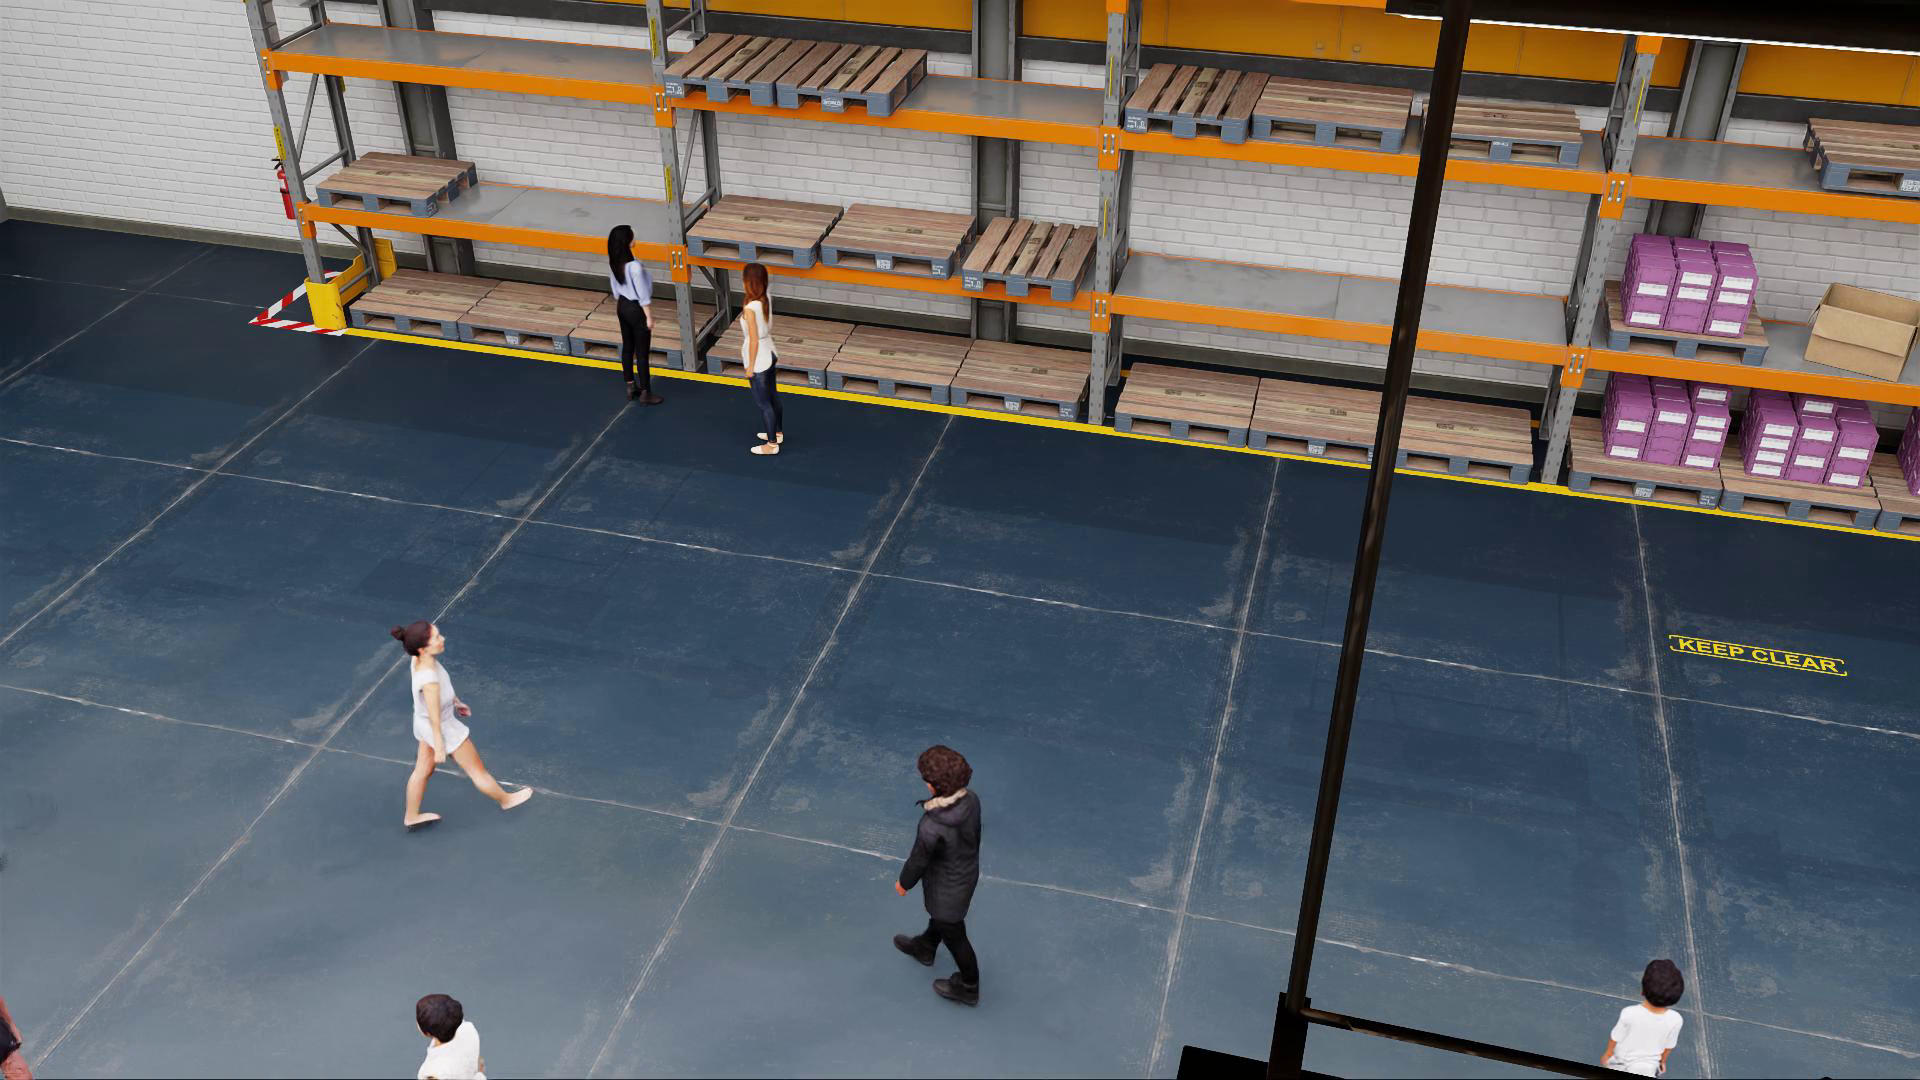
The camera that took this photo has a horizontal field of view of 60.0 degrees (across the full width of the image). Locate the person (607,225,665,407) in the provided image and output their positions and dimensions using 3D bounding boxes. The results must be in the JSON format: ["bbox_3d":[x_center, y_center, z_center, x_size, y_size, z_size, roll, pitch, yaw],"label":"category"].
[{"bbox_3d":[-2.990,-2.055,15.190,0.791,1.743,0.667,-29,43,-36],"label":"person"}]

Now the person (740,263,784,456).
[{"bbox_3d":[-1.711,-1.567,14.418,0.505,1.785,0.577,8,34,12],"label":"person"}]

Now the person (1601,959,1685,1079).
[{"bbox_3d":[3.477,2.659,8.537,0.468,1.257,0.579,2,34,4],"label":"person"}]

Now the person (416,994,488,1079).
[{"bbox_3d":[-2.404,2.779,8.090,0.535,1.552,0.584,6,34,8],"label":"person"}]

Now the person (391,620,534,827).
[{"bbox_3d":[-3.355,1.202,10.455,1.087,1.560,1.008,-17,37,-23],"label":"person"}]

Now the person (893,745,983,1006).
[{"bbox_3d":[0.011,1.920,9.203,0.948,1.750,0.758,18,37,24],"label":"person"}]
